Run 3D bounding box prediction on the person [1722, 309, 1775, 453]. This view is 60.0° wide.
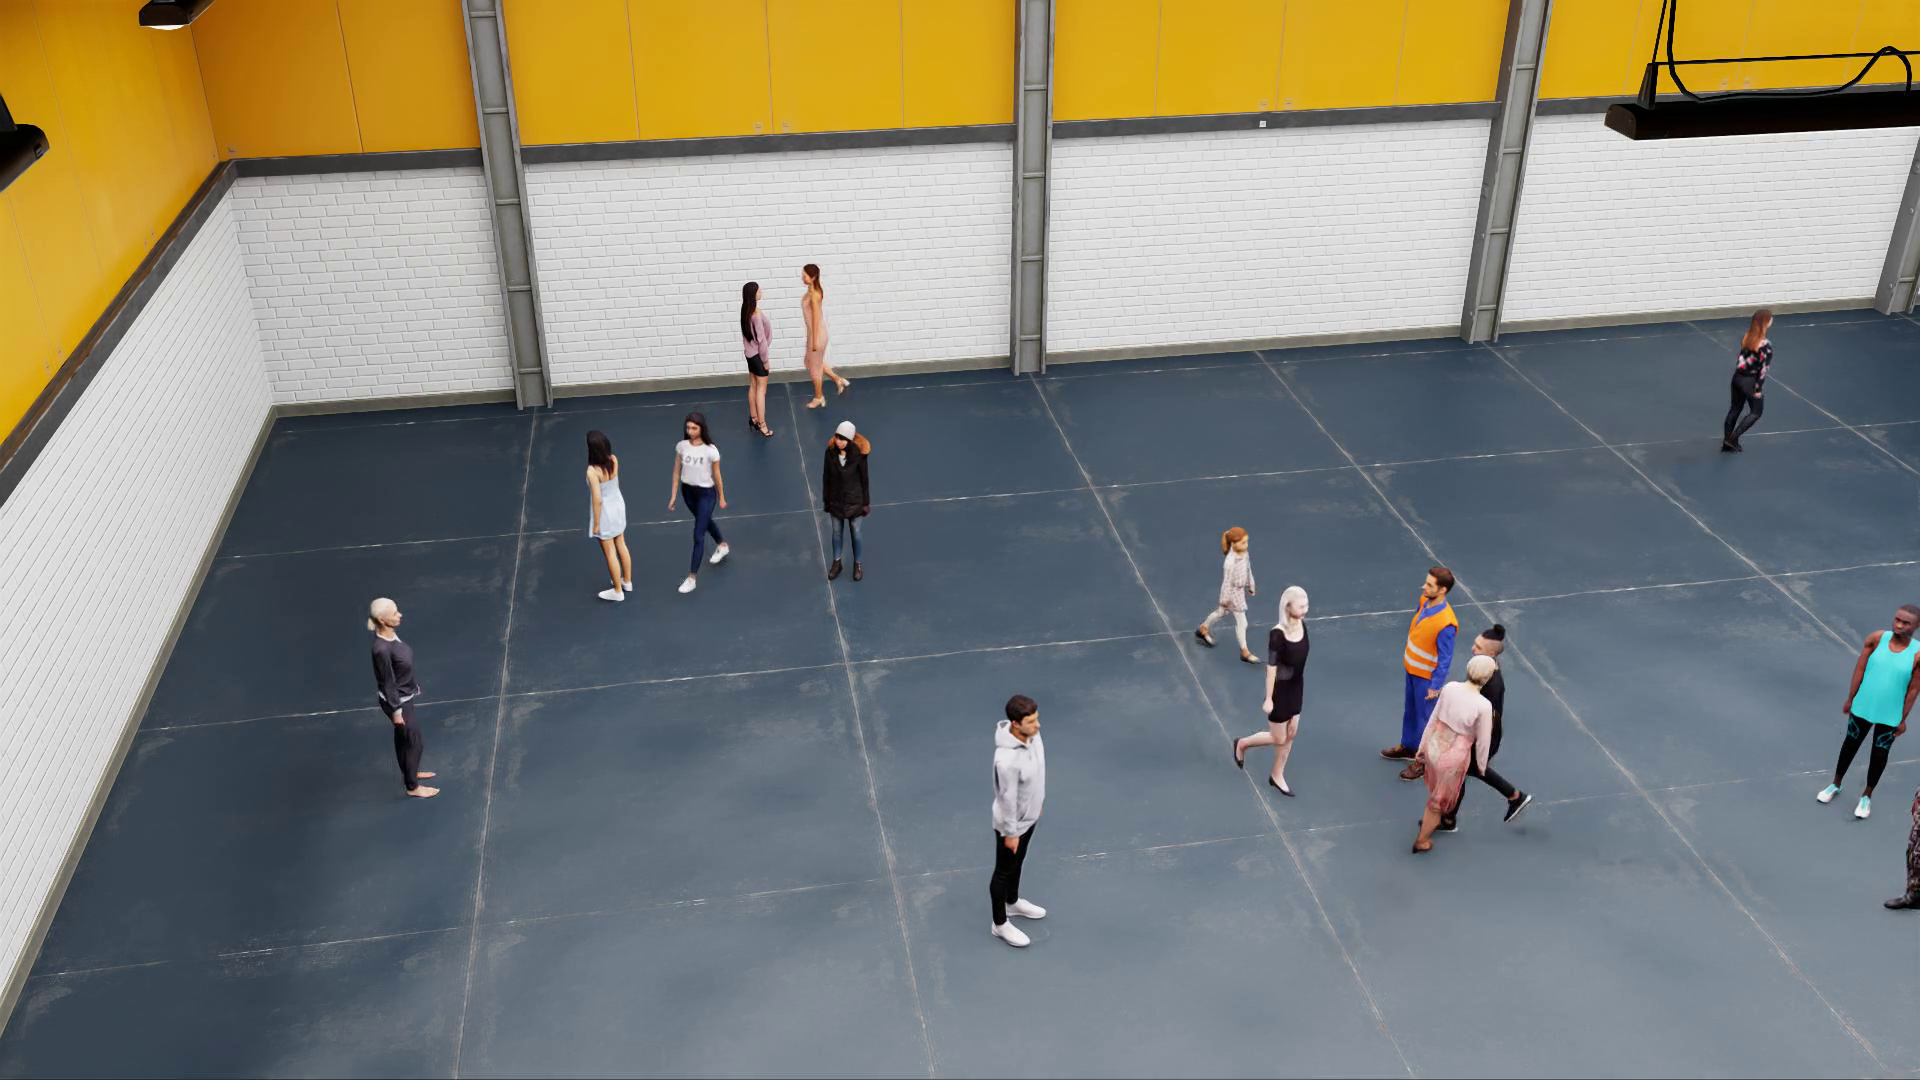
[{"bbox_3d":[8.587,-1.718,18.256,0.593,1.675,0.625,-8,30,-14],"label":"person"}]

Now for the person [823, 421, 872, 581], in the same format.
[{"bbox_3d":[-1.085,-0.395,15.871,0.648,1.636,0.766,5,29,9],"label":"person"}]

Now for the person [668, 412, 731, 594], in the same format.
[{"bbox_3d":[-2.430,-0.432,15.847,1.160,1.724,1.105,13,31,22],"label":"person"}]

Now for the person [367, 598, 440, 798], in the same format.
[{"bbox_3d":[-4.390,1.199,12.856,0.575,1.725,0.655,-9,30,-16],"label":"person"}]

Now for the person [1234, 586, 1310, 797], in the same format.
[{"bbox_3d":[2.417,1.153,12.844,0.875,1.817,0.895,-25,37,-38],"label":"person"}]

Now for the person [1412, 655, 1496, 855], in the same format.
[{"bbox_3d":[3.518,1.618,12.153,0.888,1.662,0.810,-24,37,-37],"label":"person"}]

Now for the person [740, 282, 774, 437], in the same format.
[{"bbox_3d":[-2.290,-2.037,18.697,0.644,1.812,0.680,-15,32,-26],"label":"person"}]

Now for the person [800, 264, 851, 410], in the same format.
[{"bbox_3d":[-1.573,-2.346,19.265,0.743,1.810,0.604,-3,29,-5],"label":"person"}]

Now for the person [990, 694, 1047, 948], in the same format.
[{"bbox_3d":[0.373,1.877,11.400,0.790,1.929,0.771,12,31,21],"label":"person"}]

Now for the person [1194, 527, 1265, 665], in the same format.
[{"bbox_3d":[2.359,0.443,14.707,0.981,1.279,0.897,17,33,28],"label":"person"}]

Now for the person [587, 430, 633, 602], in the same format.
[{"bbox_3d":[-3.272,-0.240,15.489,0.695,1.730,0.673,11,31,20],"label":"person"}]

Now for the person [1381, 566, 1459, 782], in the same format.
[{"bbox_3d":[3.649,1.024,13.031,0.590,1.863,0.680,-6,29,-10],"label":"person"}]

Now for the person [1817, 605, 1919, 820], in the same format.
[{"bbox_3d":[6.977,1.280,12.618,0.683,1.810,0.703,26,38,38],"label":"person"}]

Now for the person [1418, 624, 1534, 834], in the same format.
[{"bbox_3d":[3.922,1.425,12.316,1.142,1.846,0.901,3,29,6],"label":"person"}]
